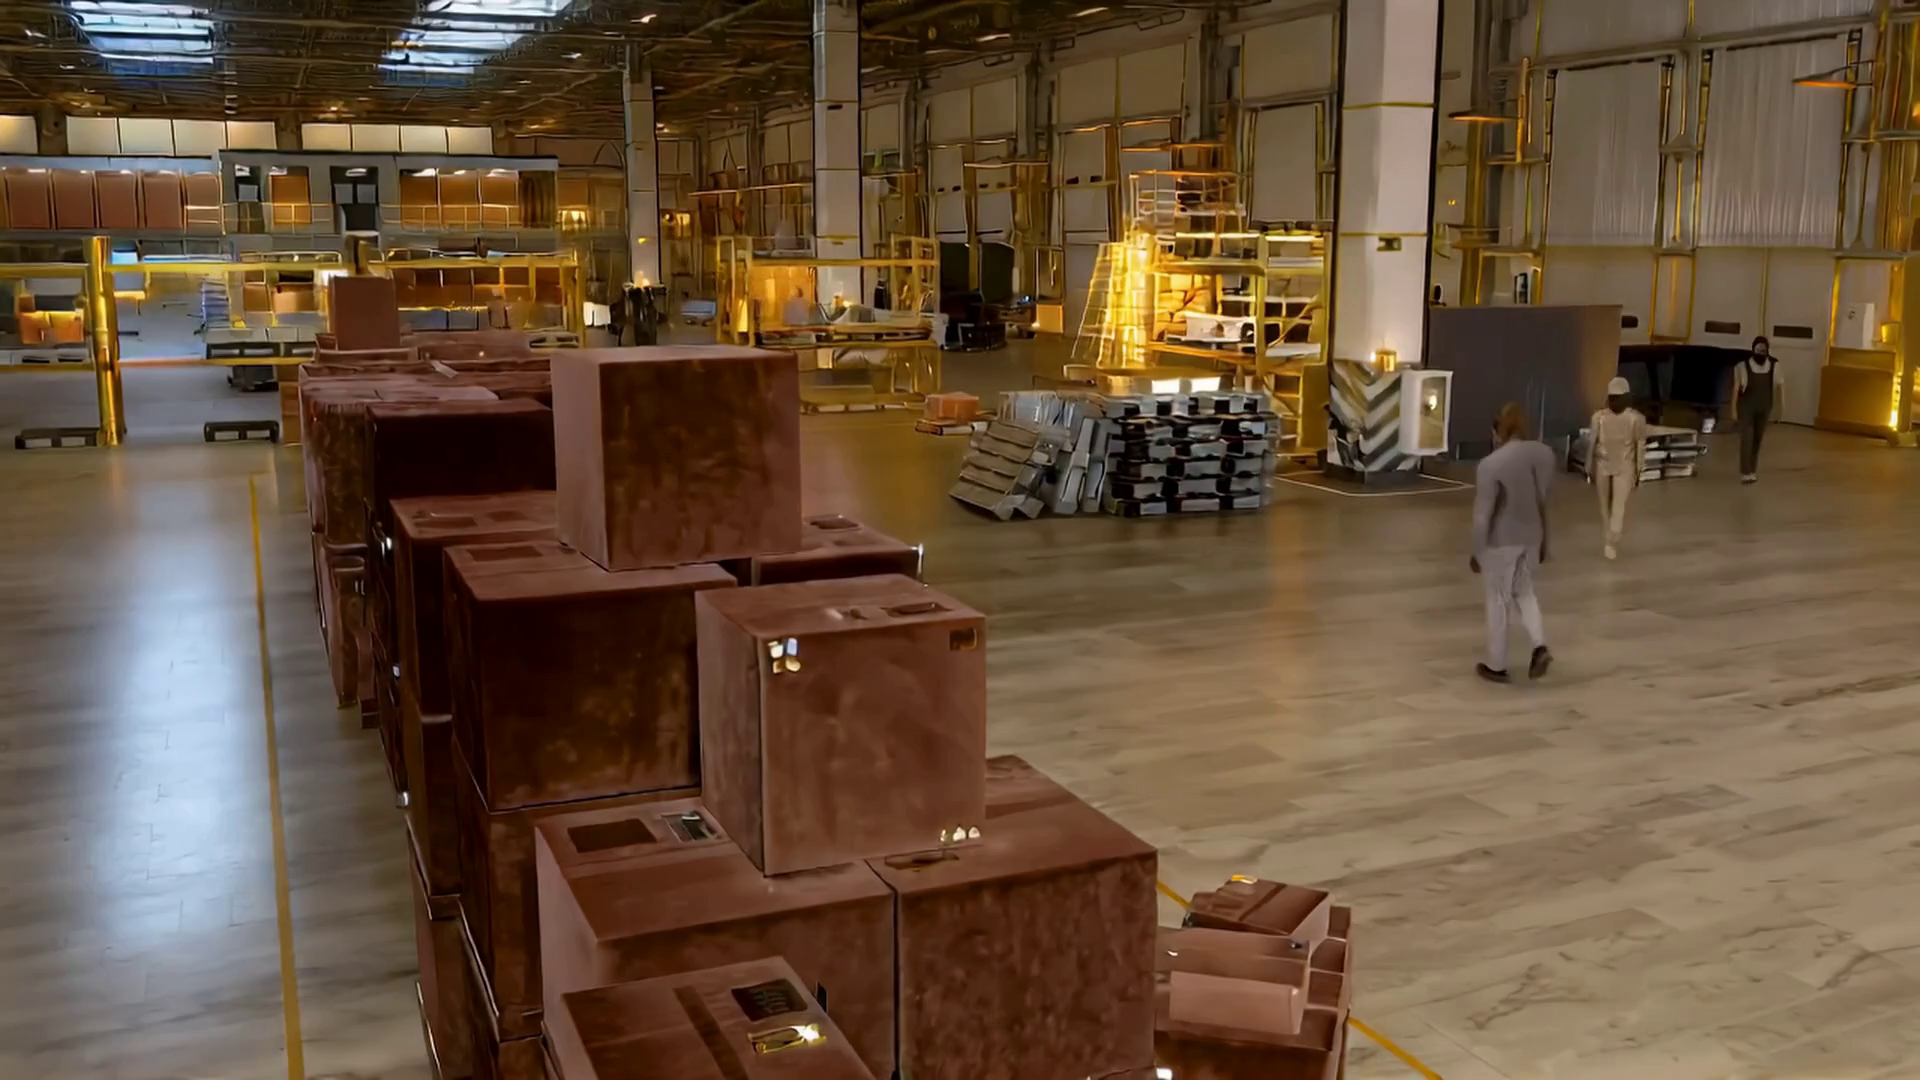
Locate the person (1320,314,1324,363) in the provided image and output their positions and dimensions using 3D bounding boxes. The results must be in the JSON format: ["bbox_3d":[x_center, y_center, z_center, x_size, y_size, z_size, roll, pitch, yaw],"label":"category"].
[{"bbox_3d":[5.766,-2.545,25.488,0.545,1.871,0.592,6,12,30],"label":"person"}]

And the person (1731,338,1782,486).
[{"bbox_3d":[9.748,-1.573,20.379,0.518,1.796,0.960,2,10,11],"label":"person"}]

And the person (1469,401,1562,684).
[{"bbox_3d":[3.698,0.036,11.108,0.651,1.928,0.517,-4,11,-19],"label":"person"}]

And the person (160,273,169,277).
[{"bbox_3d":[-22.746,-6.644,47.691,0.627,2.016,0.684,-6,12,-30],"label":"person"}]

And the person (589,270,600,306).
[{"bbox_3d":[-12.706,-8.519,58.298,0.815,1.909,0.580,-4,11,-21],"label":"person"}]

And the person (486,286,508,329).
[{"bbox_3d":[-11.255,-5.257,40.480,0.530,1.853,0.578,-8,13,-38],"label":"person"}]

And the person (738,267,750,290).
[{"bbox_3d":[-9.431,-11.157,72.852,0.619,1.895,0.975,-1,10,-6],"label":"person"}]

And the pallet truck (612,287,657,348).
[{"bbox_3d":[-6.464,-4.406,35.401,0.823,1.965,1.885,6,12,32],"label":"pallet truck"}]

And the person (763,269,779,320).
[{"bbox_3d":[-6.941,-9.051,61.195,0.593,1.925,0.384,0,10,-1],"label":"person"}]

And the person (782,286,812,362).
[{"bbox_3d":[-3.581,-4.632,36.817,0.650,1.934,0.980,-3,11,-17],"label":"person"}]

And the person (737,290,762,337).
[{"bbox_3d":[-5.193,-5.305,40.833,0.638,1.832,0.459,0,10,2],"label":"person"}]

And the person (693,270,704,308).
[{"bbox_3d":[-10.302,-9.683,65.165,0.511,1.758,0.525,6,12,30],"label":"person"}]

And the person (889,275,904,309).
[{"bbox_3d":[-2.267,-8.638,59.612,0.539,1.682,0.412,-6,12,-31],"label":"person"}]

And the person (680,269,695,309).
[{"bbox_3d":[-10.420,-9.548,64.222,0.727,1.818,0.661,5,12,28],"label":"person"}]

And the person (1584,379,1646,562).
[{"bbox_3d":[6.068,-0.646,15.474,0.506,1.693,0.899,6,12,32],"label":"person"}]
